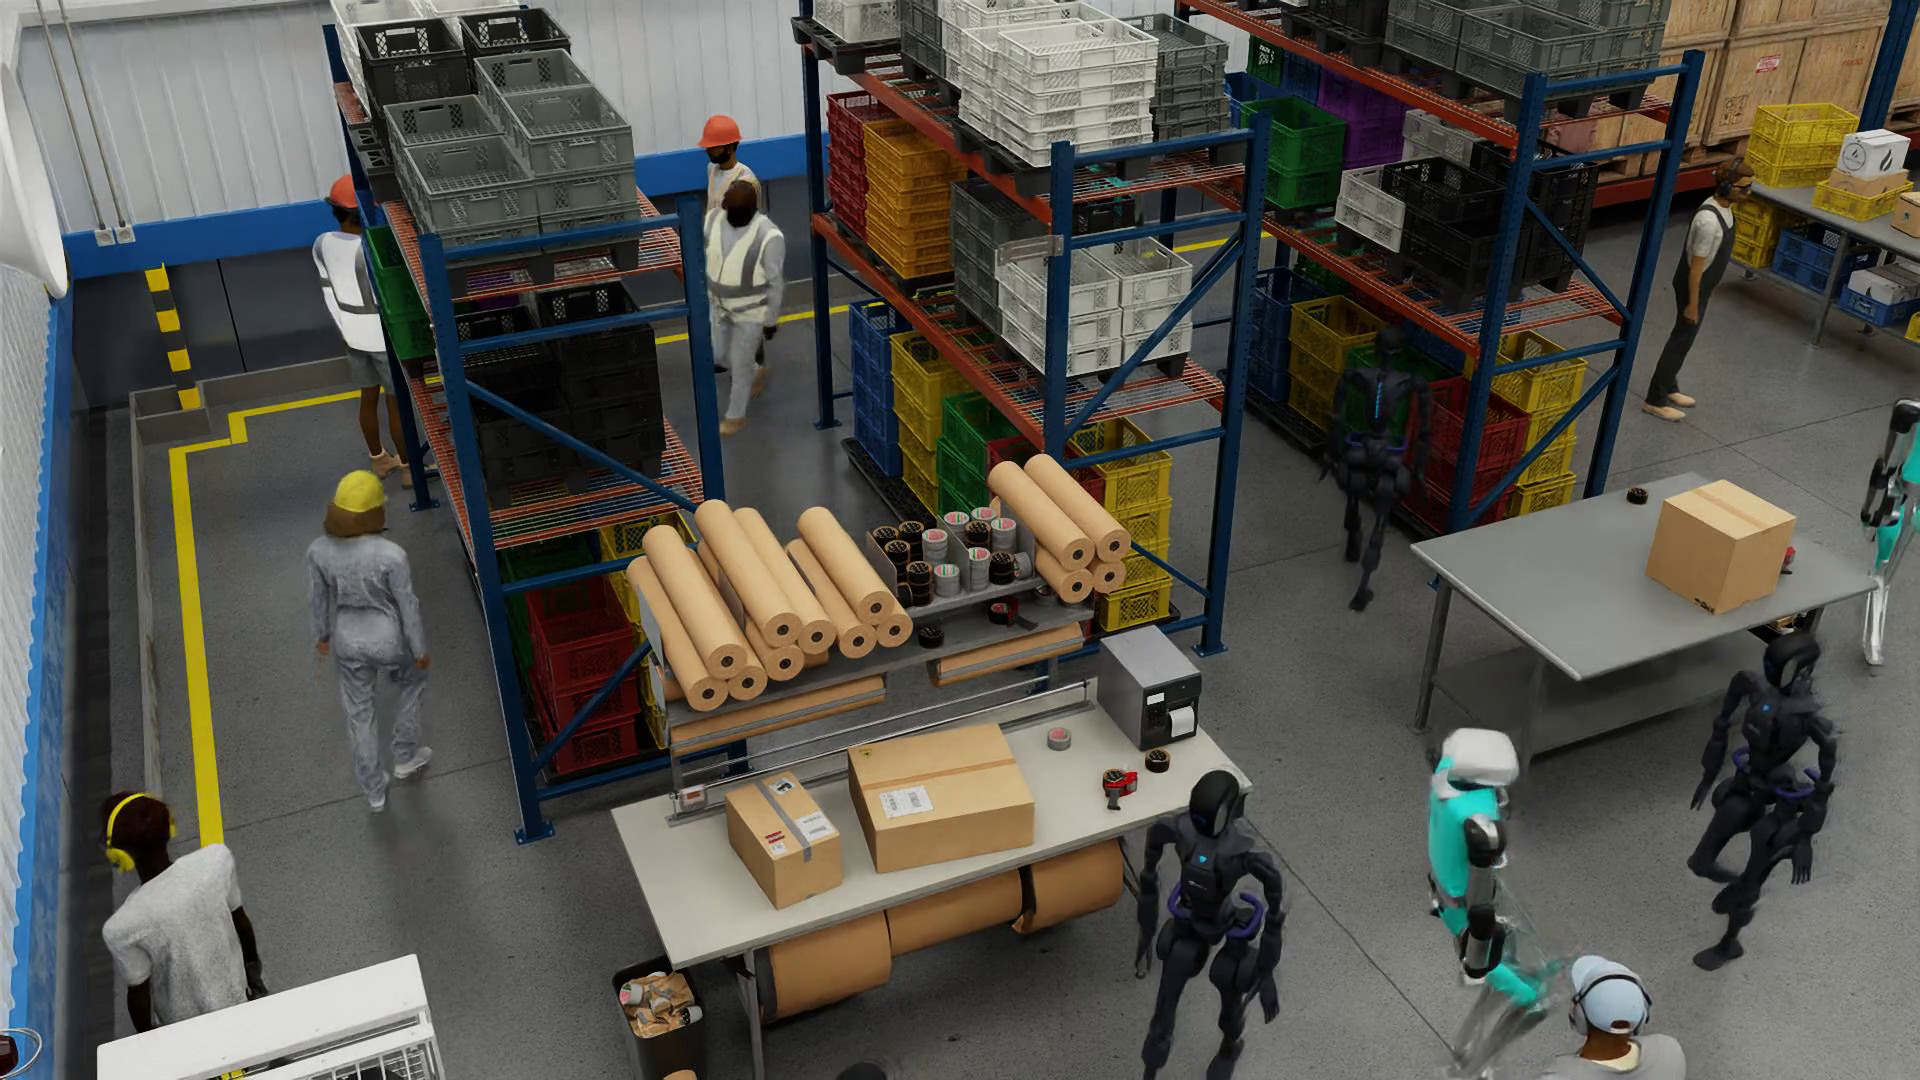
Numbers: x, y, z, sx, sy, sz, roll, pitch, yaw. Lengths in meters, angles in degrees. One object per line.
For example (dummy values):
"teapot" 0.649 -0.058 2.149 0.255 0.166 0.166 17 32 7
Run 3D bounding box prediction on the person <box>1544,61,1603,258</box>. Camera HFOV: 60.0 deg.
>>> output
"person" 4.994 -3.133 13.640 0.522 1.761 0.336 -16 35 -24

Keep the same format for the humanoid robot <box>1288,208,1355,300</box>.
"humanoid robot" 2.869 -2.425 12.548 0.987 1.769 0.549 16 35 25

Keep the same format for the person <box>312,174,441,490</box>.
"person" -3.634 -1.278 10.366 0.604 2.033 0.388 17 35 25

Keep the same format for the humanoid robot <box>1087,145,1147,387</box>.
"humanoid robot" 0.965 -1.882 11.714 0.538 1.843 0.808 8 33 13

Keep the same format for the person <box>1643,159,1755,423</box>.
"person" 4.978 -1.681 11.212 0.338 1.838 0.507 17 36 26

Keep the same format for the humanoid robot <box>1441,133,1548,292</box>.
"humanoid robot" 3.745 -2.233 12.254 0.531 1.782 1.011 -16 35 -24

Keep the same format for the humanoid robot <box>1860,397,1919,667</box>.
"humanoid robot" 5.115 -0.219 8.963 0.536 1.750 1.054 10 33 16

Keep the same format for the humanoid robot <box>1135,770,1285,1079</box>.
"humanoid robot" 0.919 1.527 6.168 0.590 1.635 0.716 17 36 26

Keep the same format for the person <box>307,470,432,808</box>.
"person" -2.771 0.461 7.839 0.579 1.701 0.574 3 32 5

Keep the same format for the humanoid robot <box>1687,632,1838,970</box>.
"humanoid robot" 3.369 1.079 6.876 0.437 1.646 0.602 -14 34 -21

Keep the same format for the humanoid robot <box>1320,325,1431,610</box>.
"humanoid robot" 2.360 -0.457 9.403 0.609 1.637 0.656 12 34 18

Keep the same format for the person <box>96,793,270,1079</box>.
"person" -2.654 1.629 5.816 0.335 1.858 0.511 16 35 24

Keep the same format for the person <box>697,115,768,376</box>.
"person" -1.604 -2.023 11.665 0.356 1.935 0.550 -24 39 -34

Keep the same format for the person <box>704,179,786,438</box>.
"person" -1.419 -1.552 11.025 0.672 1.807 0.538 19 36 28

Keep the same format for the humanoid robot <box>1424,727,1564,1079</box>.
"humanoid robot" 2.029 1.449 6.251 0.697 1.819 0.562 -2 32 -3

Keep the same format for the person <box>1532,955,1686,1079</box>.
"person" 1.874 2.012 5.193 0.596 1.849 0.385 -13 34 -21

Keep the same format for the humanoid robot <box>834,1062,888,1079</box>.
"humanoid robot" -0.195 2.169 5.120 0.606 1.641 0.555 17 35 25
